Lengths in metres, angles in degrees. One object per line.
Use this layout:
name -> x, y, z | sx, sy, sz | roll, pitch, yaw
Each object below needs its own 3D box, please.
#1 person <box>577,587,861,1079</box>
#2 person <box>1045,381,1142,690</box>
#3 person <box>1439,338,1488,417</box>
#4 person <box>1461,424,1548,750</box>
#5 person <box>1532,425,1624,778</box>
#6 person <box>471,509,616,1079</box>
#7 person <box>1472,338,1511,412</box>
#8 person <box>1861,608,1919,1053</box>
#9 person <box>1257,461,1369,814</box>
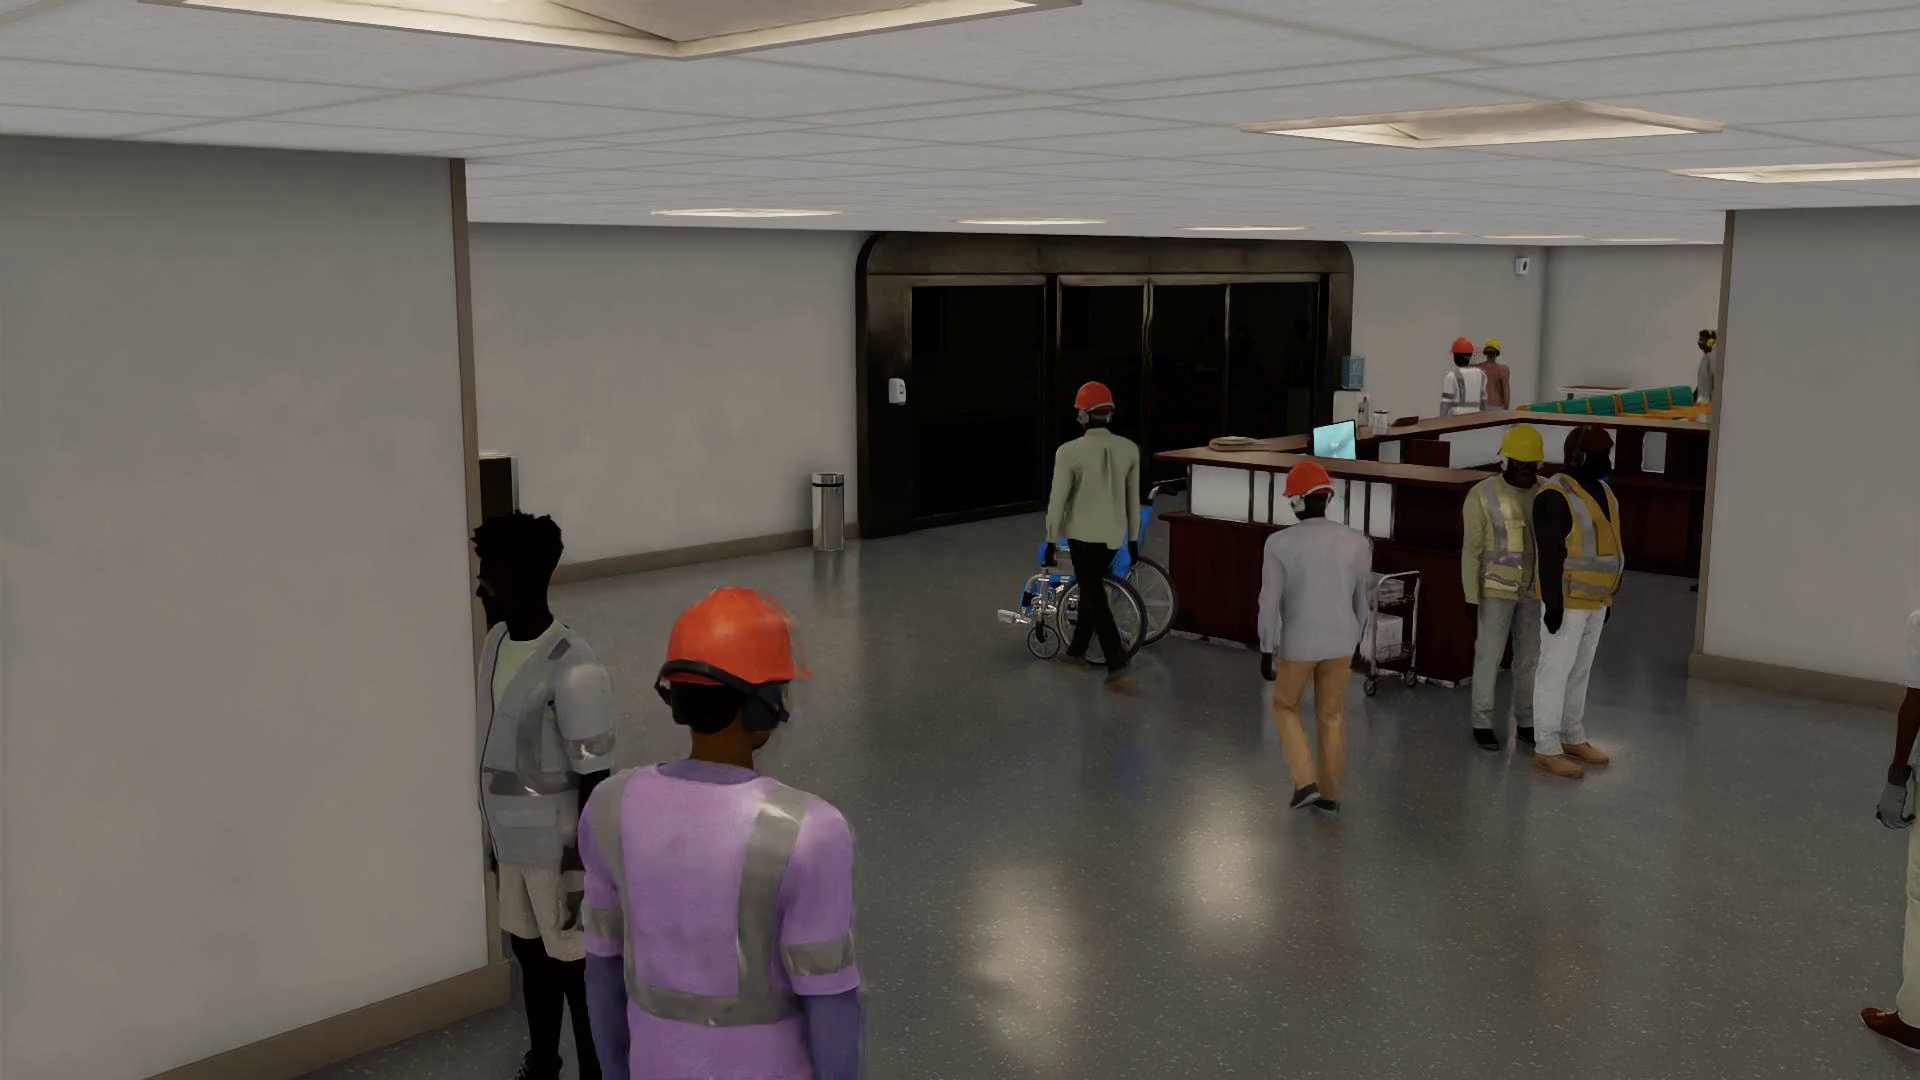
person -> -0.428, 1.113, 3.375 | 0.700, 2.029, 0.420 | 4, 10, 23
person -> 0.870, -0.037, 10.646 | 0.632, 1.954, 1.001 | -5, 11, -28
person -> 5.585, -1.318, 18.654 | 0.566, 1.882, 1.011 | -5, 11, -28
person -> 3.056, 0.263, 9.189 | 0.599, 1.819, 0.403 | -2, 9, -10
person -> 3.271, 0.314, 8.800 | 0.623, 1.844, 0.429 | -9, 13, -44
person -> -1.243, 0.880, 4.935 | 0.372, 1.966, 0.608 | -8, 12, -41
person -> 6.857, -1.726, 21.541 | 0.535, 1.766, 0.320 | 6, 11, 34
person -> 3.385, 0.821, 5.636 | 0.510, 1.862, 0.324 | 0, 9, -3
person -> 1.706, 0.480, 8.101 | 0.605, 1.731, 0.421 | -2, 10, -14
